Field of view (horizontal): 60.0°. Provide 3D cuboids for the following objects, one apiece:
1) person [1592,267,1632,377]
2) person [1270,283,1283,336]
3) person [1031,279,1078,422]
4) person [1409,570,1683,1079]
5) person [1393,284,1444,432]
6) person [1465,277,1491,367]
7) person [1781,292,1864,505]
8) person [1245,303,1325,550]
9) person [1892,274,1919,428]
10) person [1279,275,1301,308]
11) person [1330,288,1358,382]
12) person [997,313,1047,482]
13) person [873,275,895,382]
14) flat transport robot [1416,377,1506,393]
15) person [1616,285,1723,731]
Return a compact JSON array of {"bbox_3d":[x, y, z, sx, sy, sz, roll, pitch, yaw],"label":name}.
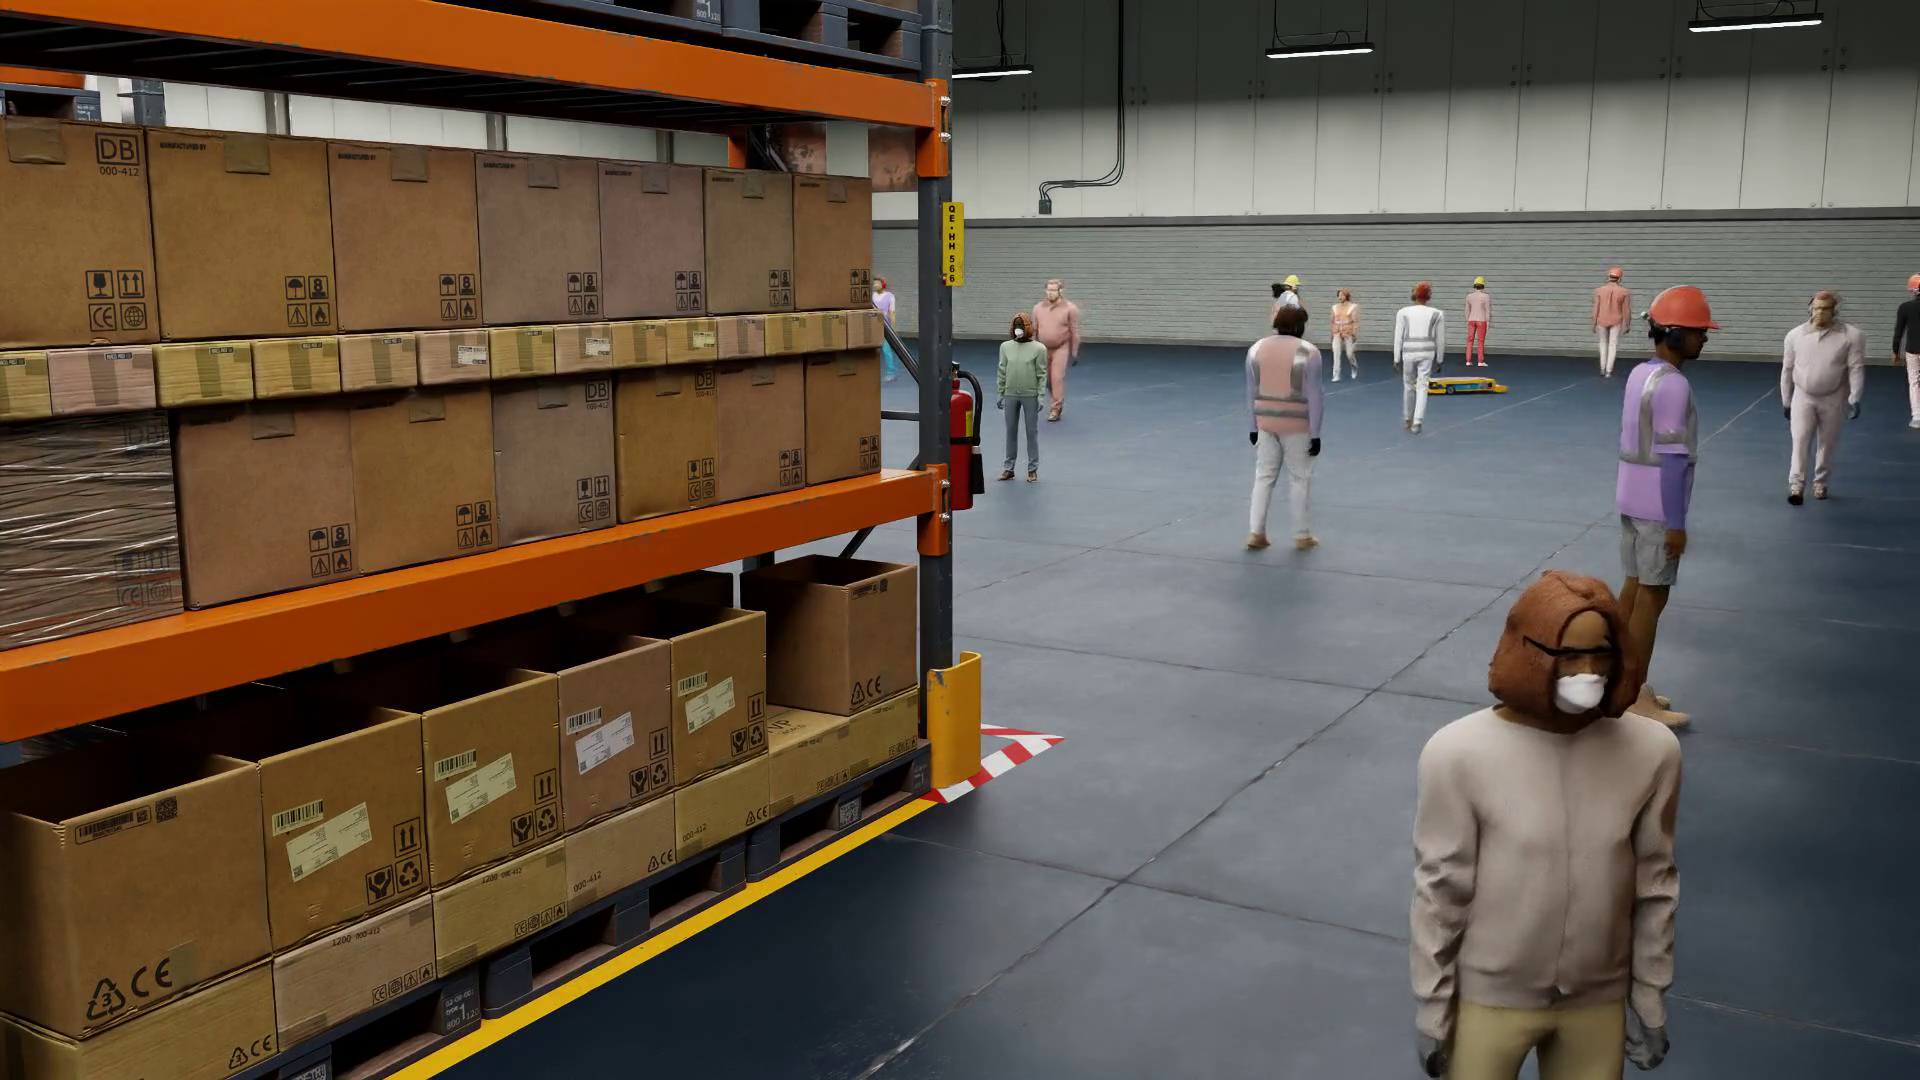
[{"bbox_3d":[11.845,-3.947,30.152,0.646,1.965,0.751,7,12,34],"label":"person"},{"bbox_3d":[5.895,-3.938,30.951,0.495,1.669,0.562,3,10,16],"label":"person"},{"bbox_3d":[1.276,-2.538,22.192,0.653,1.884,0.792,5,11,25],"label":"person"},{"bbox_3d":[1.065,0.852,3.071,0.495,1.625,0.280,-1,10,-6],"label":"person"},{"bbox_3d":[5.726,-2.275,20.768,0.597,1.827,1.010,2,10,14],"label":"person"},{"bbox_3d":[10.209,-4.294,32.779,0.525,1.771,0.303,9,13,43],"label":"person"},{"bbox_3d":[7.577,-1.243,14.657,0.653,1.856,0.992,5,11,29],"label":"person"},{"bbox_3d":[2.423,-0.834,12.344,0.636,1.848,0.429,8,13,39],"label":"person"},{"bbox_3d":[12.251,-2.410,21.203,0.636,1.947,0.596,3,10,18],"label":"person"},{"bbox_3d":[5.971,-3.853,30.020,0.404,1.830,0.611,-3,10,-15],"label":"person"},{"bbox_3d":[6.687,-3.566,28.918,0.522,1.621,0.623,6,12,33],"label":"person"},{"bbox_3d":[0.593,-1.377,16.091,0.499,1.633,0.286,4,10,20],"label":"person"},{"bbox_3d":[-1.360,-3.659,28.841,0.570,1.841,0.373,8,12,37],"label":"person"},{"bbox_3d":[7.899,-2.470,26.475,1.431,0.197,0.652,-3,10,-19],"label":"flat transport robot"},{"bbox_3d":[3.258,-0.150,7.713,0.390,2.040,0.614,1,10,6],"label":"person"}]
